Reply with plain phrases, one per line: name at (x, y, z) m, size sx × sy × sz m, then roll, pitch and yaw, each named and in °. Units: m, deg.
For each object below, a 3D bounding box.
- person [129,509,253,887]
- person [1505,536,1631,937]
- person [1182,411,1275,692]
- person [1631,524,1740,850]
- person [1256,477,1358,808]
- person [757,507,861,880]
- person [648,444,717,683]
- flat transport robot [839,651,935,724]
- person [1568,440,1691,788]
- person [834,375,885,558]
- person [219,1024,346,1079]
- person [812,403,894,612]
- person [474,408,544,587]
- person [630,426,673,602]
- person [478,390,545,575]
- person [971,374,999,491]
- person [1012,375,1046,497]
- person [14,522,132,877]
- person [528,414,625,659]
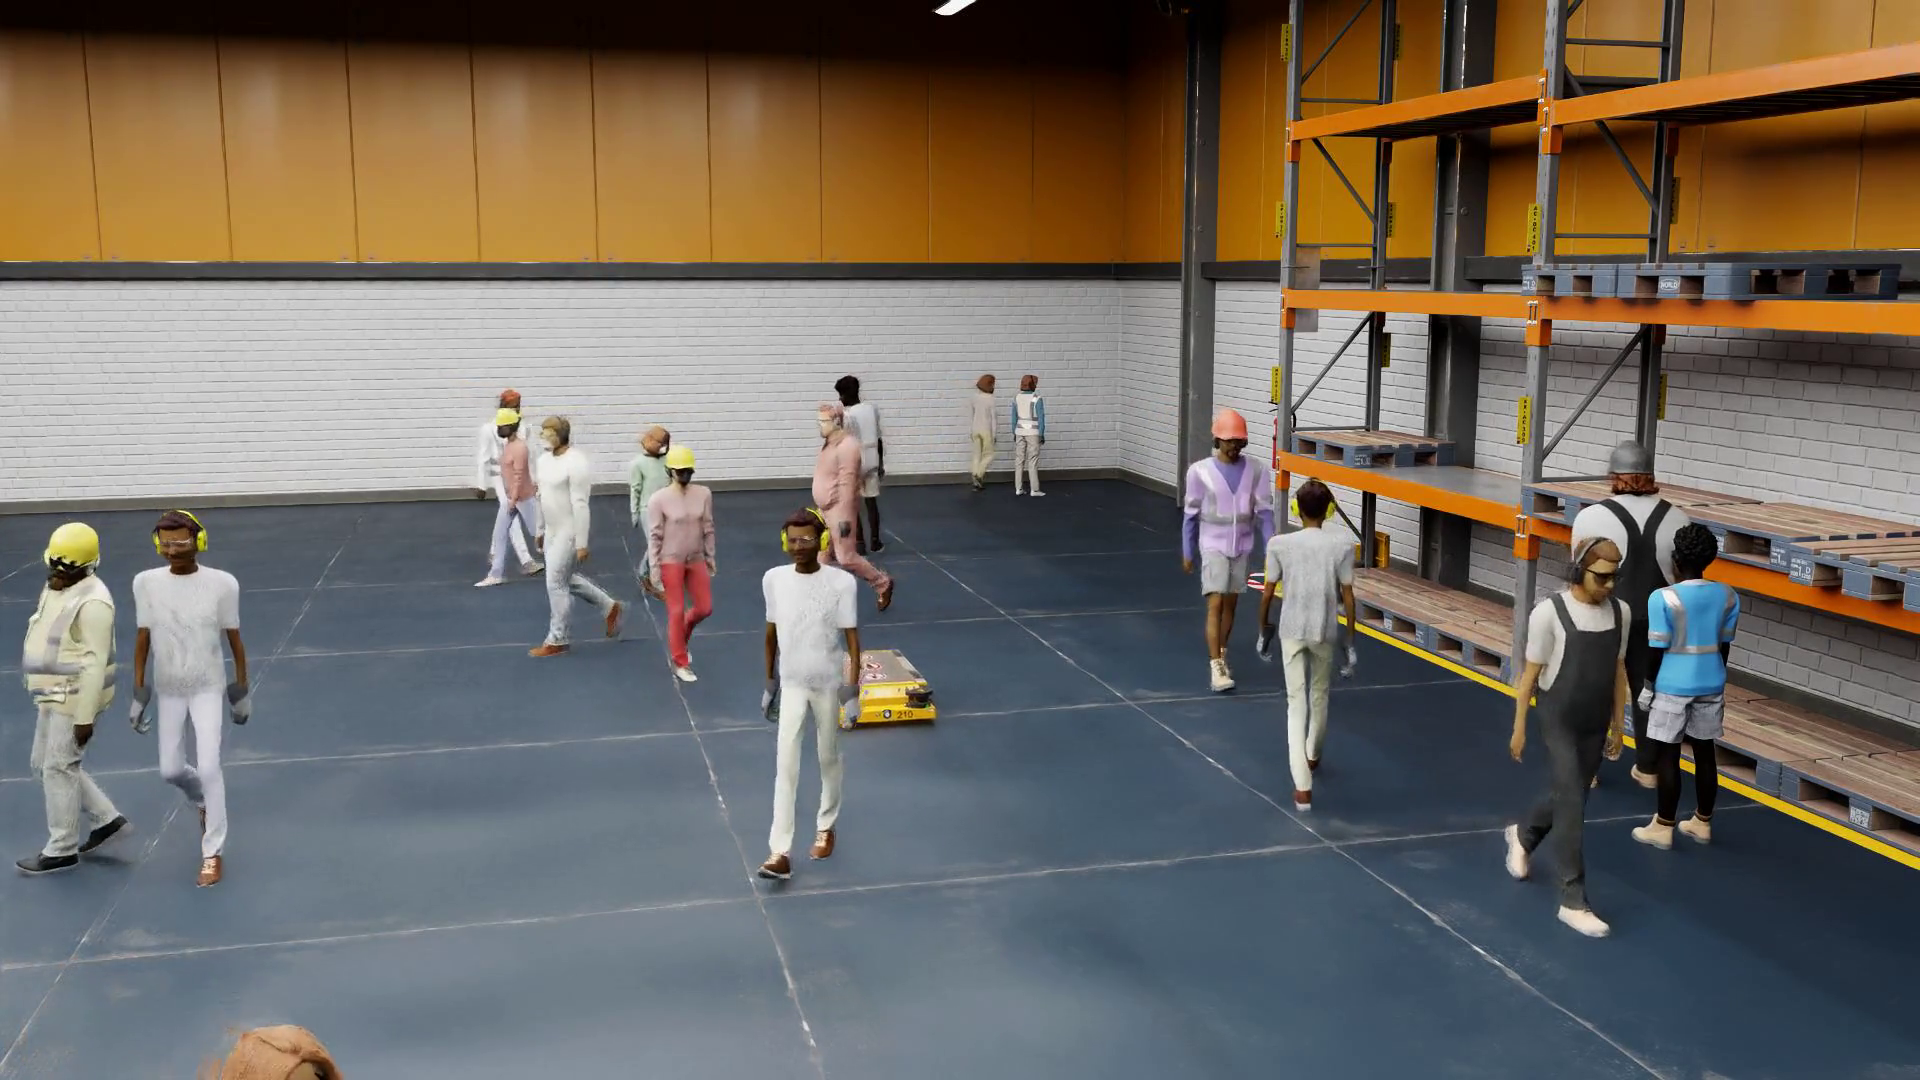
person at (-3.826, 0.742, 8.317) m, size 0.550 × 1.846 × 0.720 m, roll -1°, pitch 9°, yaw -8°
person at (2.816, 0.846, 7.789) m, size 0.526 × 1.814 × 0.863 m, roll -3°, pitch 10°, yaw -17°
person at (1.960, 0.083, 11.923) m, size 0.622 × 1.998 × 0.949 m, roll -2°, pitch 9°, yaw -11°
person at (3.763, 0.763, 8.633) m, size 0.535 × 1.697 × 0.318 m, roll -3°, pitch 10°, yaw -17°
person at (1.987, 0.550, 9.557) m, size 0.555 × 1.821 × 0.945 m, roll 1°, pitch 9°, yaw 8°
person at (-0.763, 0.763, 8.200) m, size 0.554 × 1.830 × 0.913 m, roll 1°, pitch 9°, yaw 9°
person at (-2.056, 0.158, 12.206) m, size 0.548 × 1.750 × 0.475 m, roll -7°, pitch 11°, yaw -37°
flat transport robot at (-0.640, 0.995, 11.618) m, size 0.652 × 0.197 × 1.431 m, roll -2°, pitch 9°, yaw -13°
person at (3.857, 0.420, 9.698) m, size 0.681 × 2.000 × 0.535 m, roll 0°, pitch 9°, yaw 2°
person at (-0.999, -0.776, 17.542) m, size 0.364 × 1.936 × 0.815 m, roll 8°, pitch 12°, yaw 40°
person at (-1.316, 1.677, 3.236) m, size 0.832 × 1.597 × 0.510 m, roll 5°, pitch 10°, yaw 28°
person at (-0.999, -0.244, 14.340) m, size 0.779 × 1.885 × 0.651 m, roll -5°, pitch 10°, yaw -28°
person at (-4.193, -0.417, 15.982) m, size 0.913 × 1.725 × 0.522 m, roll -7°, pitch 12°, yaw -38°
person at (-2.837, -0.266, 15.363) m, size 0.760 × 1.605 × 0.498 m, roll 8°, pitch 12°, yaw 42°
person at (-4.487, -0.587, 16.657) m, size 1.041 × 1.821 × 0.599 m, roll 8°, pitch 12°, yaw 40°
person at (0.314, -1.465, 22.764) m, size 0.546 × 1.615 × 0.385 m, roll 9°, pitch 13°, yaw 43°
person at (0.915, -1.393, 22.274) m, size 0.512 × 1.638 × 0.312 m, roll 7°, pitch 12°, yaw 38°
person at (-4.444, 0.788, 8.235) m, size 0.524 × 1.787 × 0.651 m, roll -7°, pitch 12°, yaw -38°
person at (-3.021, -0.049, 13.059) m, size 0.816 × 1.913 × 0.641 m, roll -7°, pitch 12°, yaw -38°
